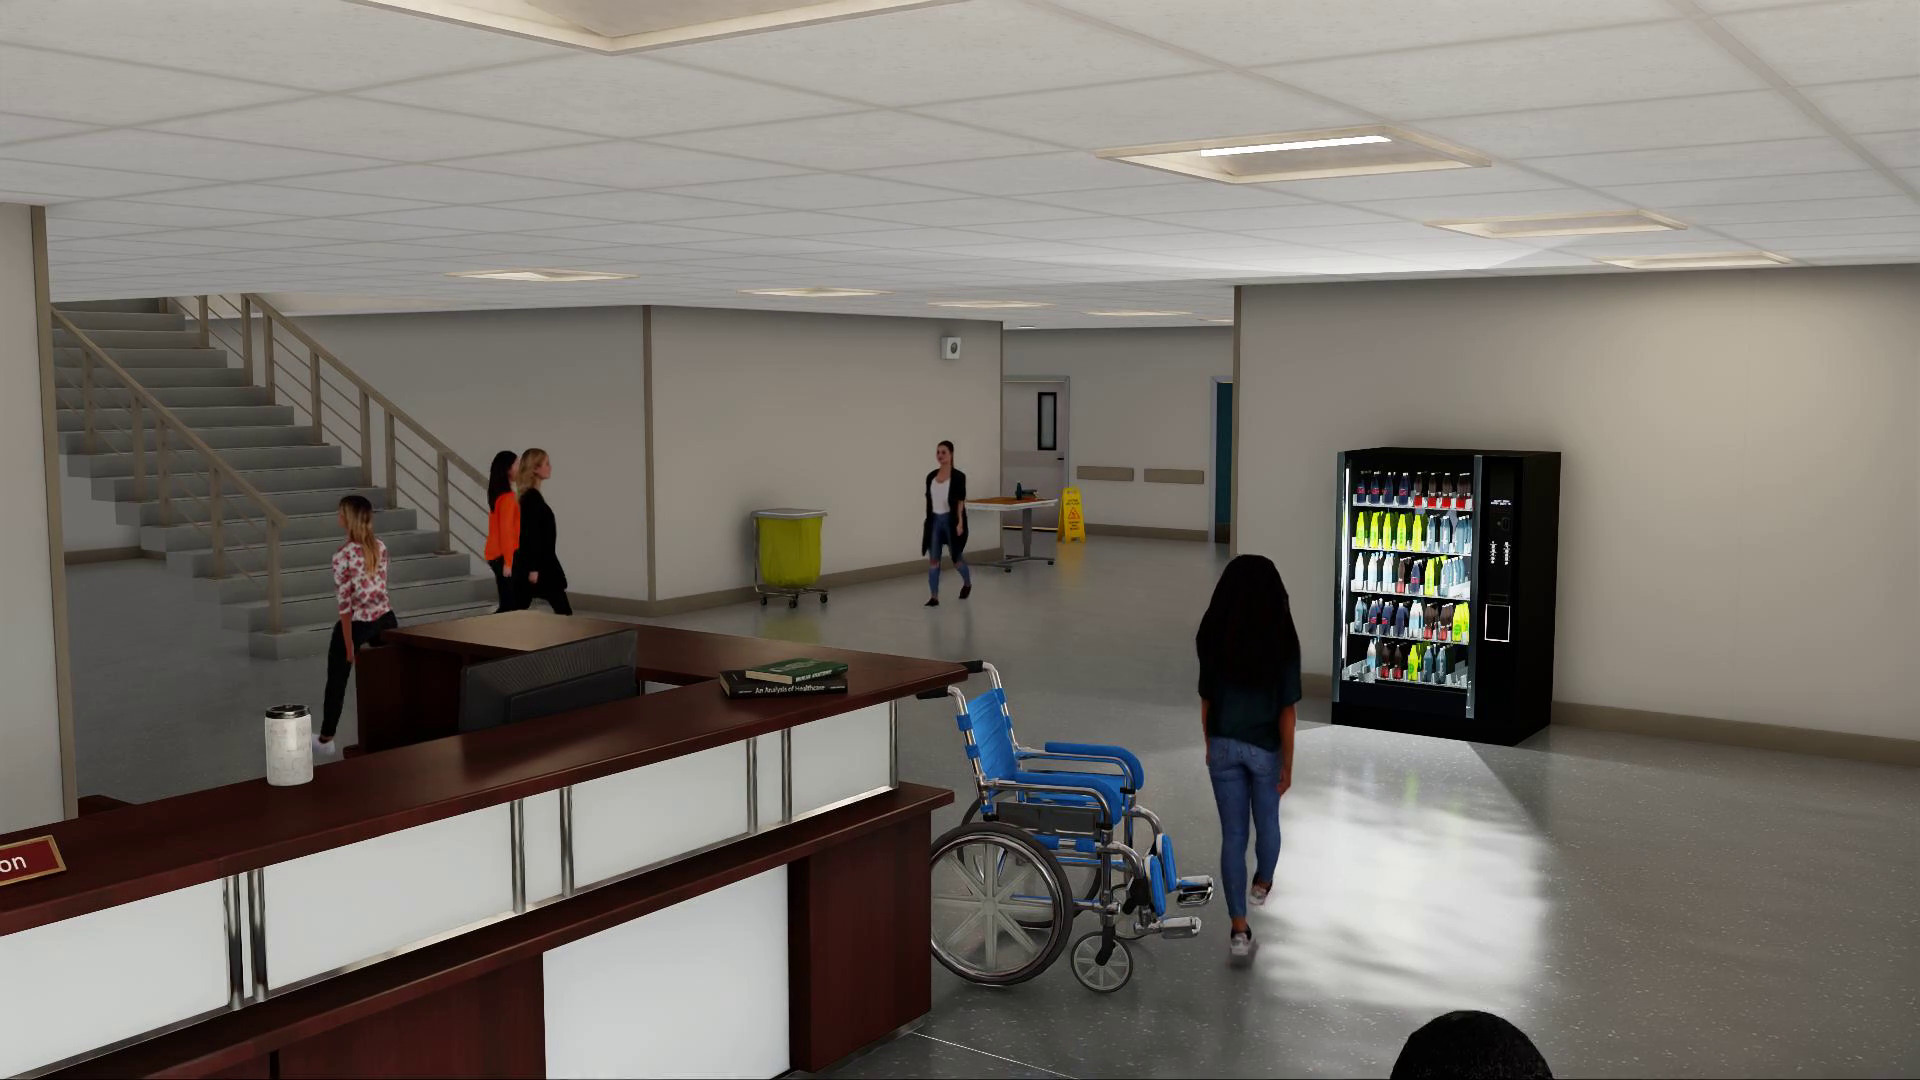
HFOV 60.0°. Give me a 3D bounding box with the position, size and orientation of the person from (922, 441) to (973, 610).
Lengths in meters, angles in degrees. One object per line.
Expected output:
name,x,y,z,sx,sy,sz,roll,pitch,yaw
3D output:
person,-0.090,-0.140,16.585,1.078,1.652,0.789,3,6,26

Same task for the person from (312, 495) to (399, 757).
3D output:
person,-3.476,0.563,9.931,1.101,1.586,0.627,3,7,30

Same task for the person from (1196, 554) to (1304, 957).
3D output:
person,1.148,0.892,6.744,1.099,1.569,0.911,1,6,14
